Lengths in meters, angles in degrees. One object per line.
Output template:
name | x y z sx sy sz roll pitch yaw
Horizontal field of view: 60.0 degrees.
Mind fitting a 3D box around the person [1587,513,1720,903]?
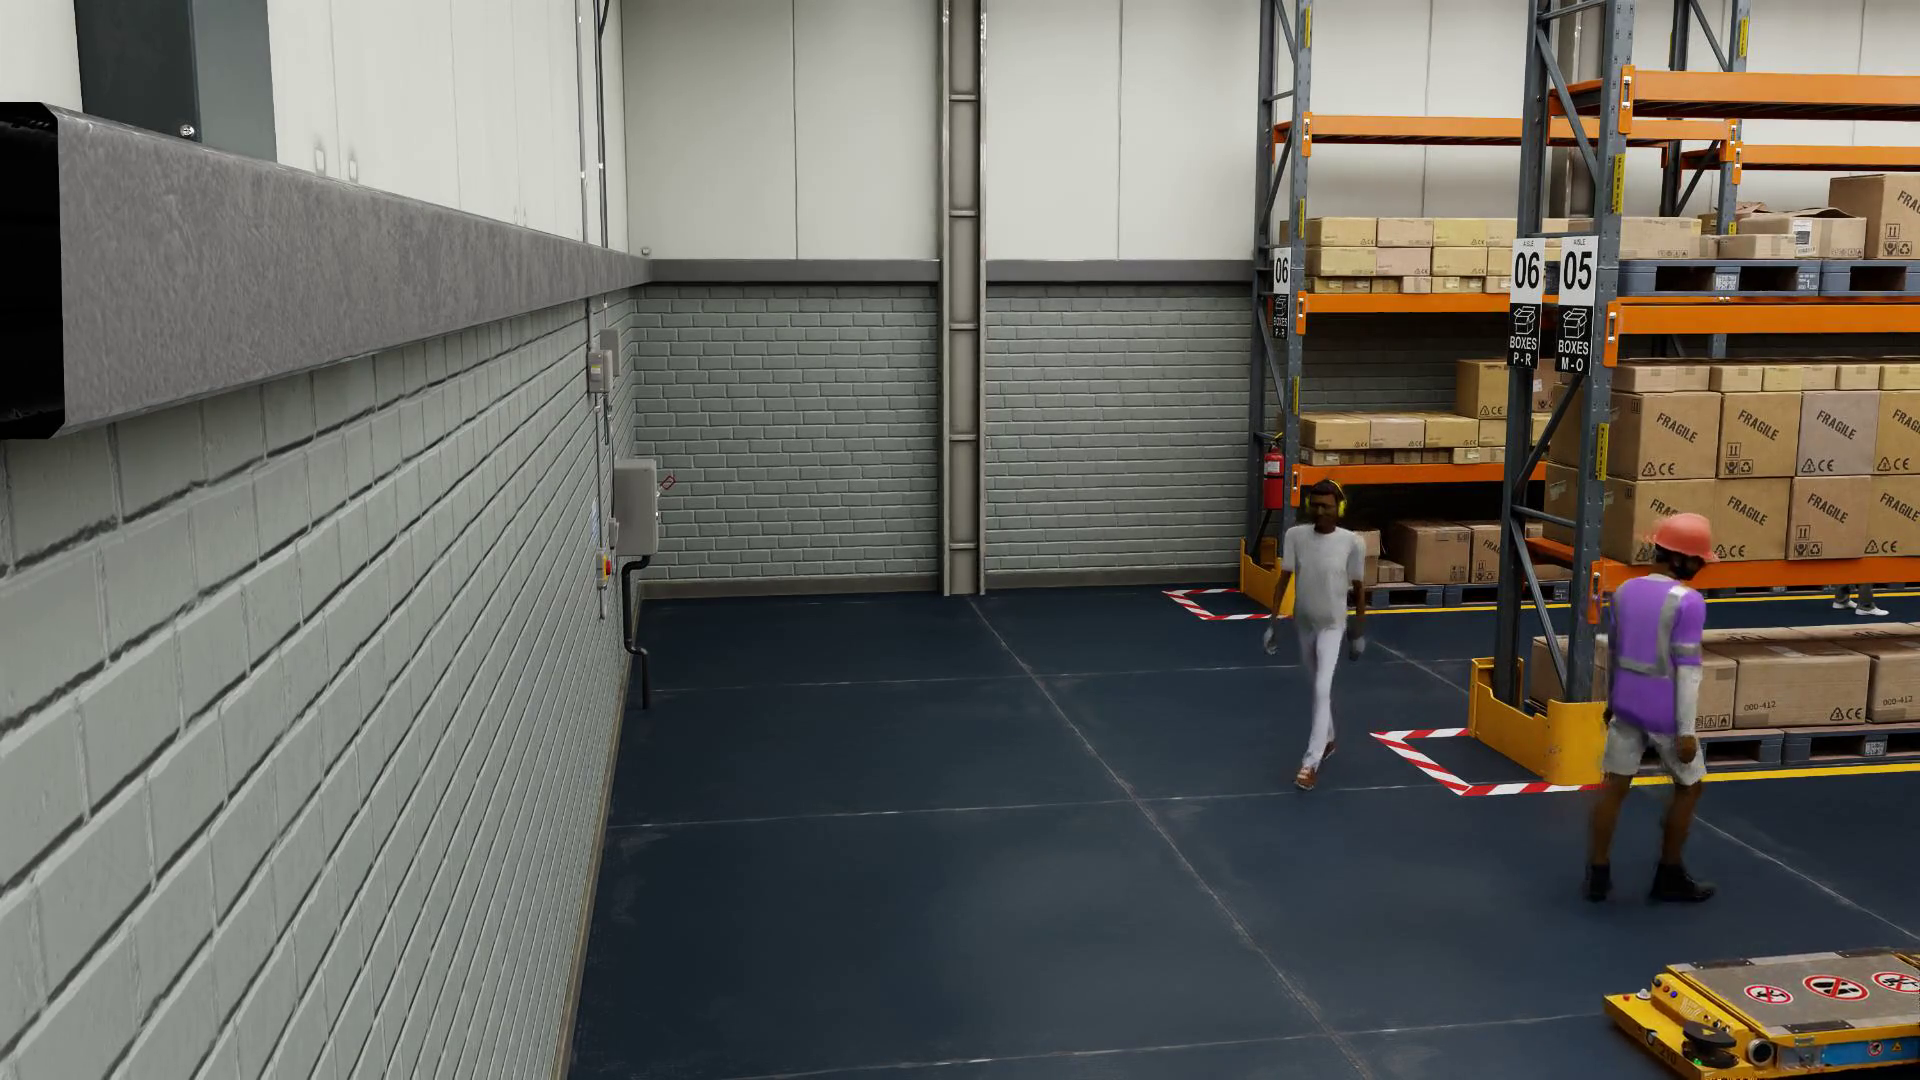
person | 3.339 0.806 7.939 0.644 1.901 0.649 -4 10 -24

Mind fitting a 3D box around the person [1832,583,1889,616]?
person | 8.034 -0.287 14.663 0.405 1.918 0.580 -2 9 -11

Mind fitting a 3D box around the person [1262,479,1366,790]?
person | 2.136 0.528 9.950 0.534 1.815 0.997 6 11 33

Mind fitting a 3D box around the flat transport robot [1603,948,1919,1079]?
flat transport robot | 3.355 1.853 6.513 1.431 0.197 0.652 -2 9 -10
